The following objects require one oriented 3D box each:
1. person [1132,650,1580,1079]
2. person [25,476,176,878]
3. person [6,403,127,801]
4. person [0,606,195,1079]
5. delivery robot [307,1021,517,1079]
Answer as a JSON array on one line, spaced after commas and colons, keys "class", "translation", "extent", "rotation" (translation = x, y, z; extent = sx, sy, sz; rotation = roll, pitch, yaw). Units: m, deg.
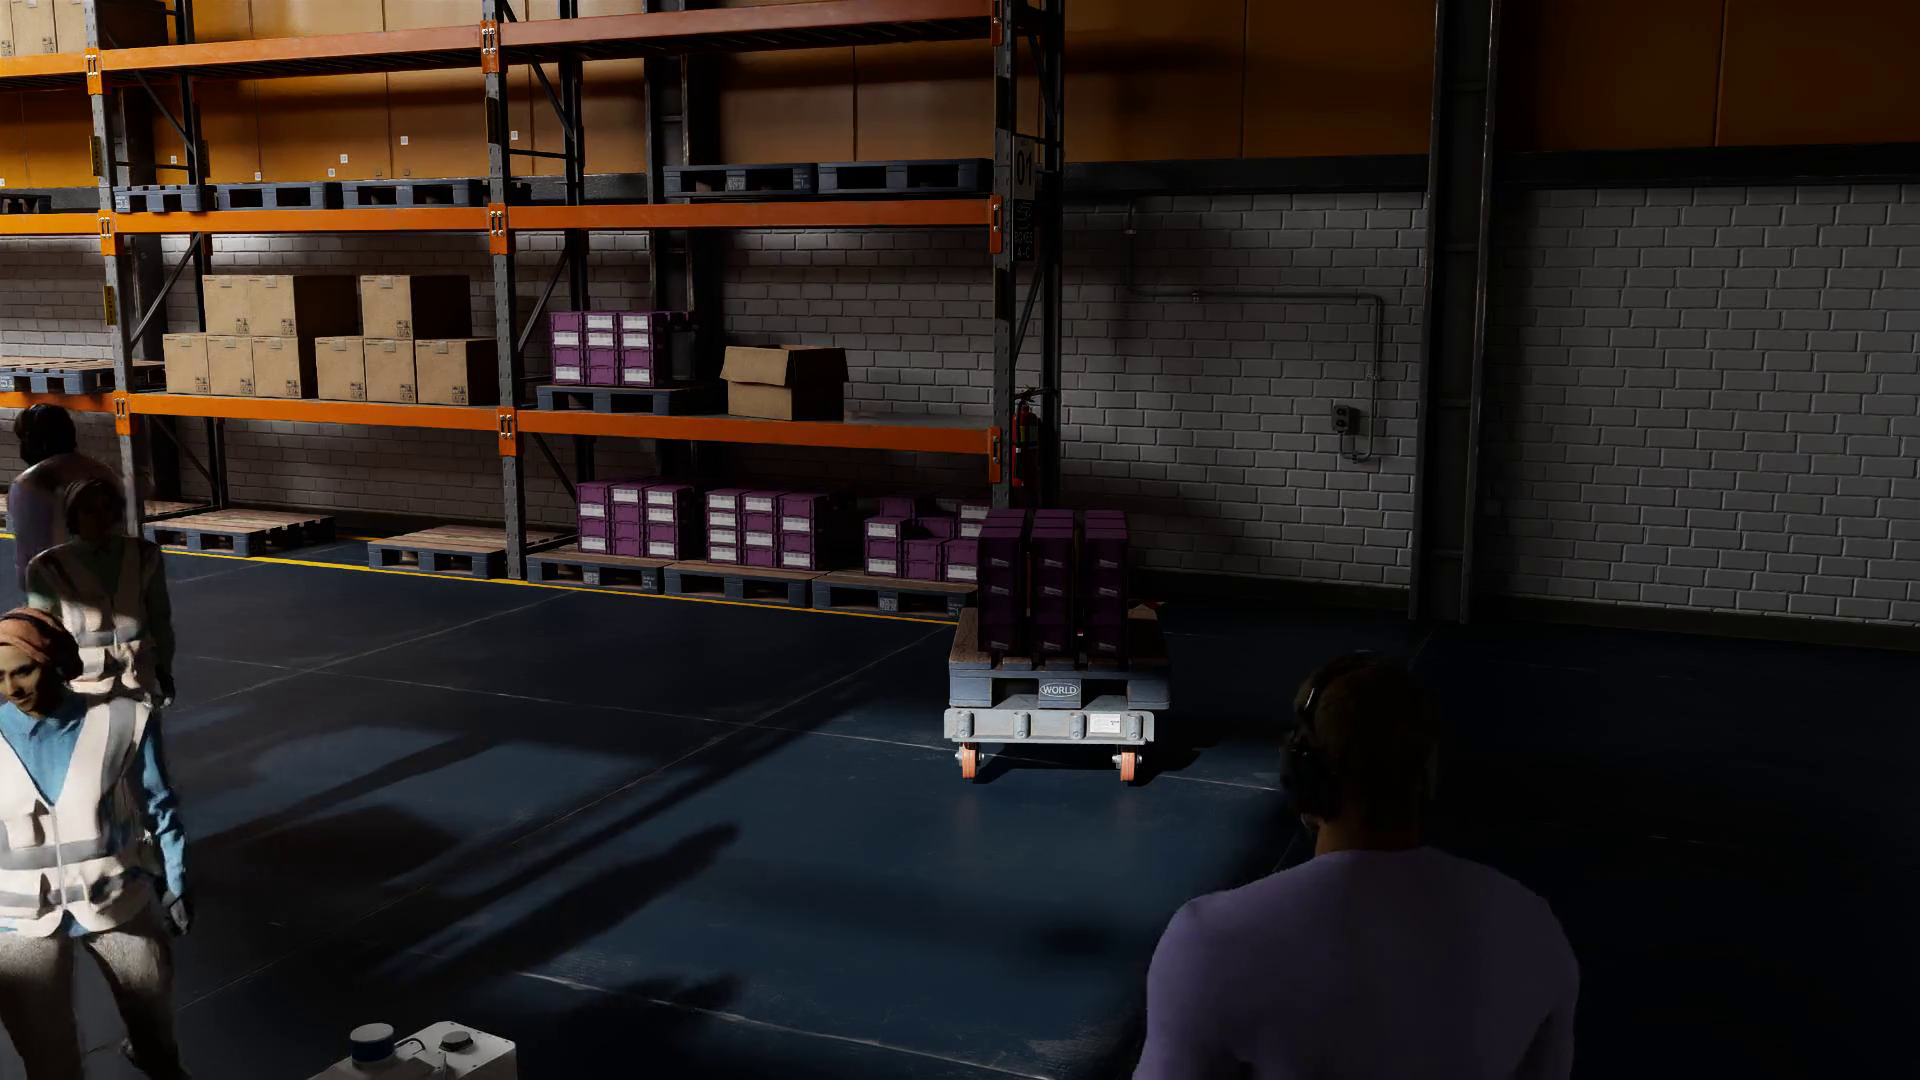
[{"class": "person", "translation": [0.552, 1.103, 2.344], "extent": [0.677, 1.893, 1.020], "rotation": [-4, 10, -20]}, {"class": "person", "translation": [-3.267, 0.559, 6.359], "extent": [0.342, 1.621, 0.519], "rotation": [9, 13, 44]}, {"class": "person", "translation": [-3.892, 0.303, 7.322], "extent": [0.438, 1.816, 0.642], "rotation": [1, 10, 7]}, {"class": "person", "translation": [-2.268, 0.921, 4.265], "extent": [0.535, 1.610, 0.730], "rotation": [-5, 11, -26]}, {"class": "delivery robot", "translation": [-1.426, 1.429, 4.074], "extent": [0.477, 0.478, 0.707], "rotation": [6, 11, 30]}]
